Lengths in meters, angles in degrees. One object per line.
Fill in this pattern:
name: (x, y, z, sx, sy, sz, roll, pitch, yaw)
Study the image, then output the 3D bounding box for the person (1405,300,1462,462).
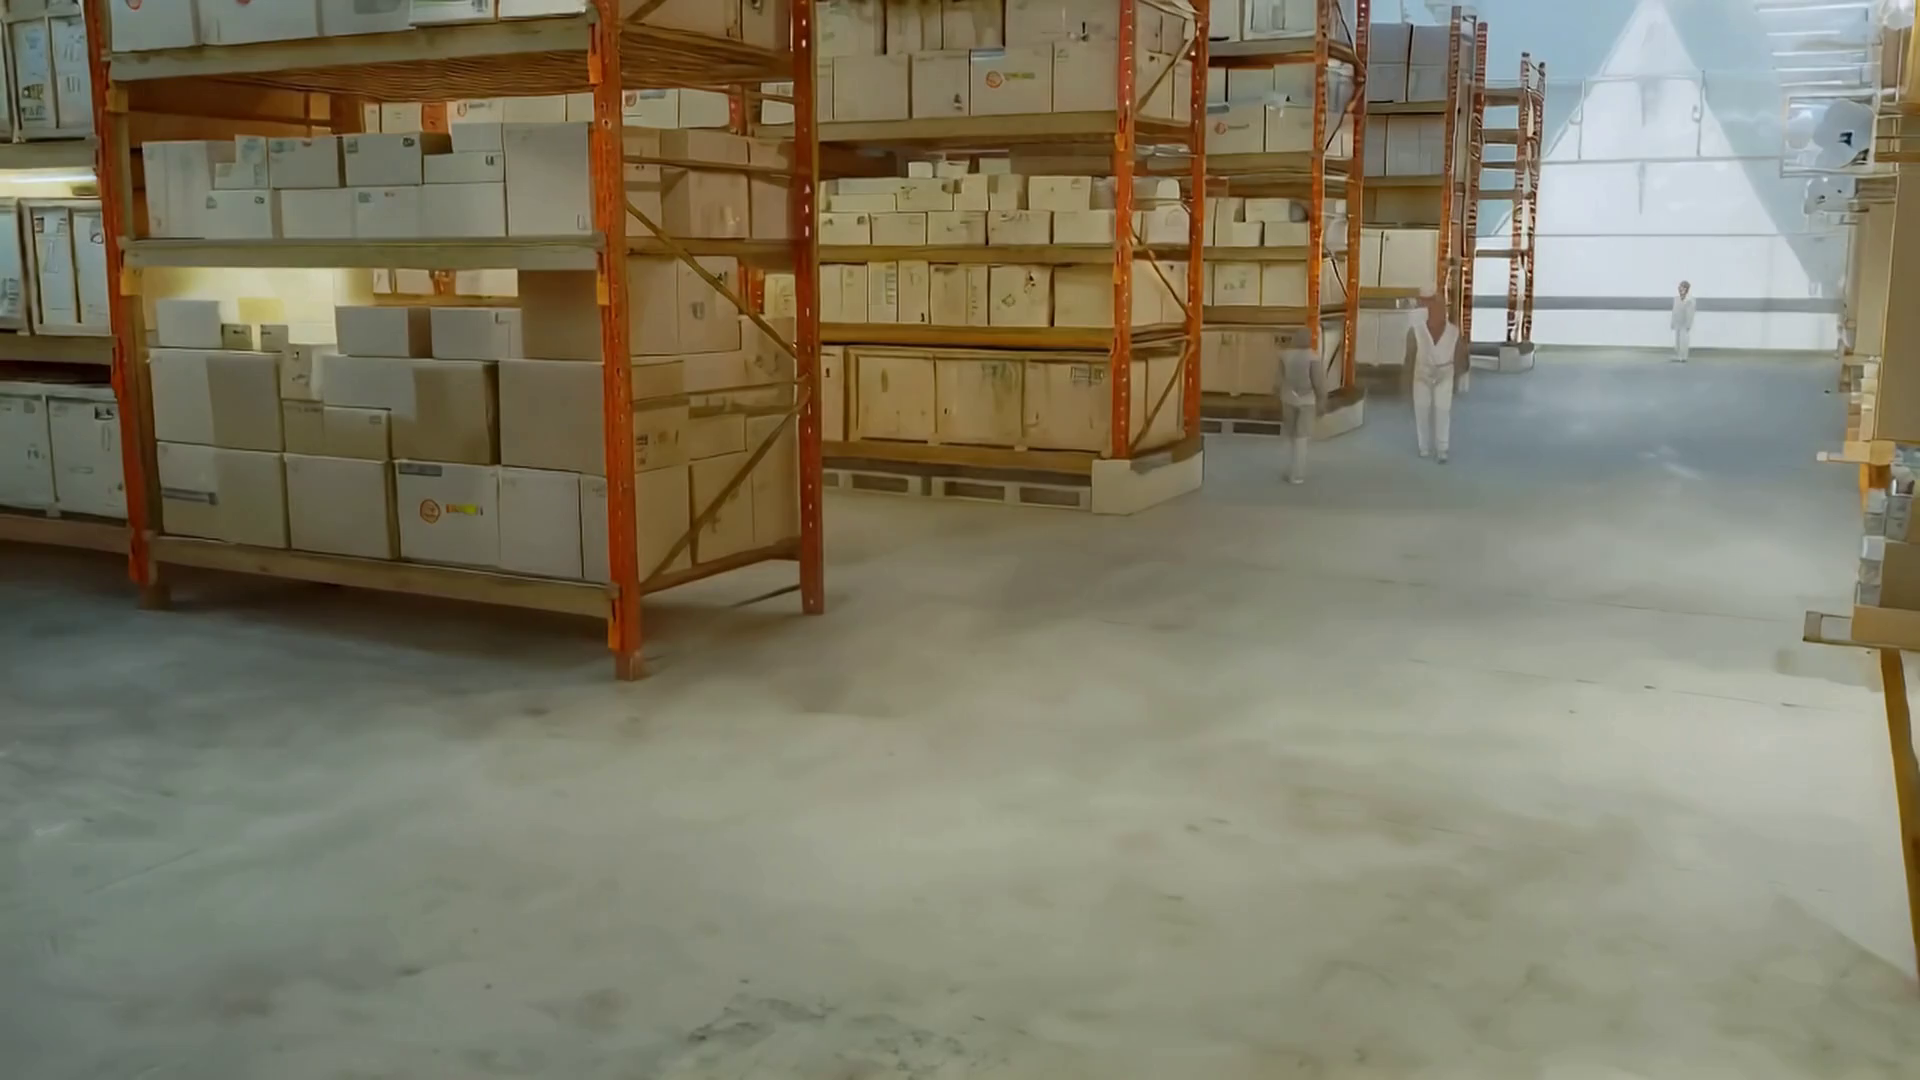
person: (5.298, -1.773, 18.621, 0.626, 1.802, 0.897, 2, 10, 11)

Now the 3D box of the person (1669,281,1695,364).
person: (15.236, -4.589, 35.139, 0.420, 1.734, 0.567, -3, 10, -19)

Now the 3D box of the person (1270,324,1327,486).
person: (3.424, -1.361, 16.743, 0.552, 1.618, 0.505, 5, 11, 26)

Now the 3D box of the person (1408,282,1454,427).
person: (6.326, -2.492, 22.422, 0.600, 1.927, 1.019, -1, 10, -3)
